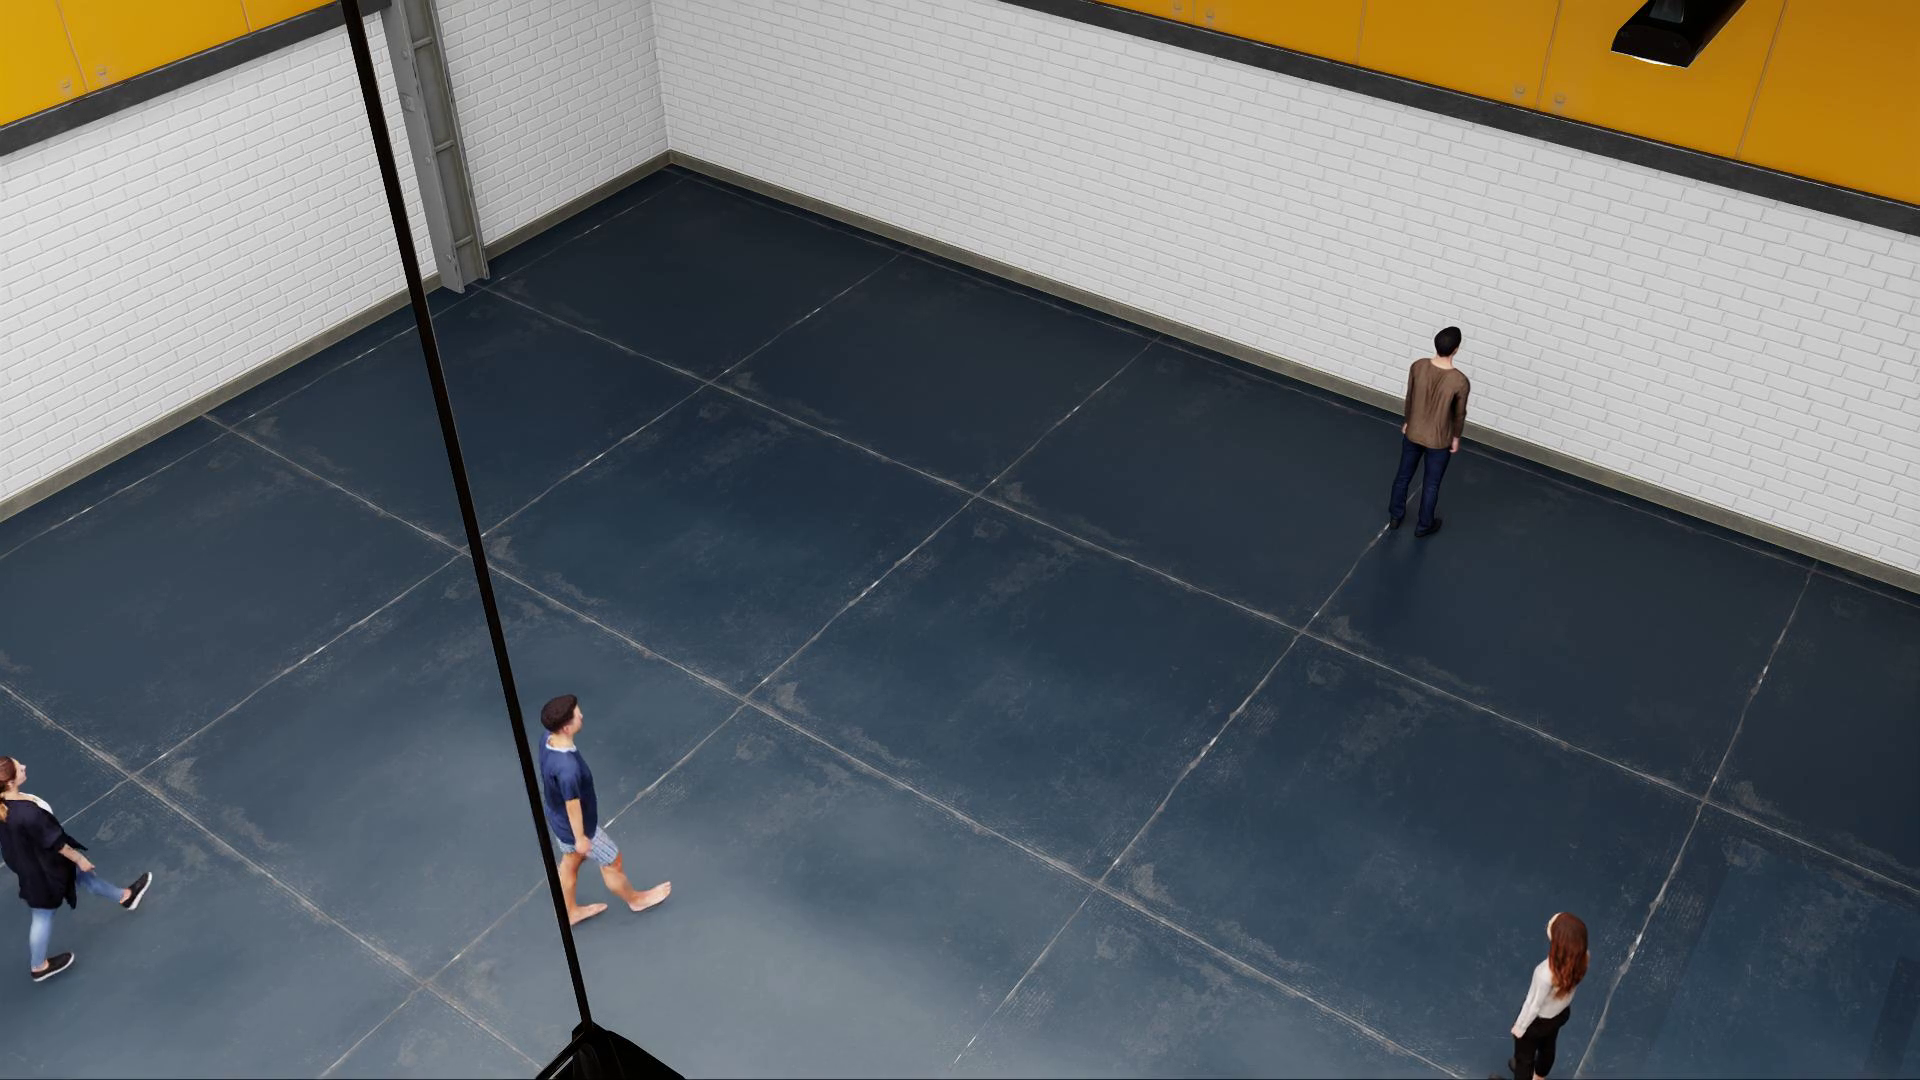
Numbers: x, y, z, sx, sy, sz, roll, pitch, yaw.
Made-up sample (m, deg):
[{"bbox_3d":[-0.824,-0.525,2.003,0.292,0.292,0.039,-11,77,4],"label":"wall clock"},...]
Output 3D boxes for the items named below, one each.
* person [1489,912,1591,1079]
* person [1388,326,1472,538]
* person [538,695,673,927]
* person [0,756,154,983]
[{"bbox_3d":[3.204,2.584,9.088,0.521,1.481,0.671,-26,45,-29],"label":"person"},{"bbox_3d":[3.685,-0.846,13.056,0.646,1.888,0.557,25,45,28],"label":"person"},{"bbox_3d":[-2.368,1.686,9.938,1.028,1.823,0.870,-19,43,-23],"label":"person"},{"bbox_3d":[-5.448,1.959,9.747,0.635,1.635,1.076,24,45,27],"label":"person"}]
